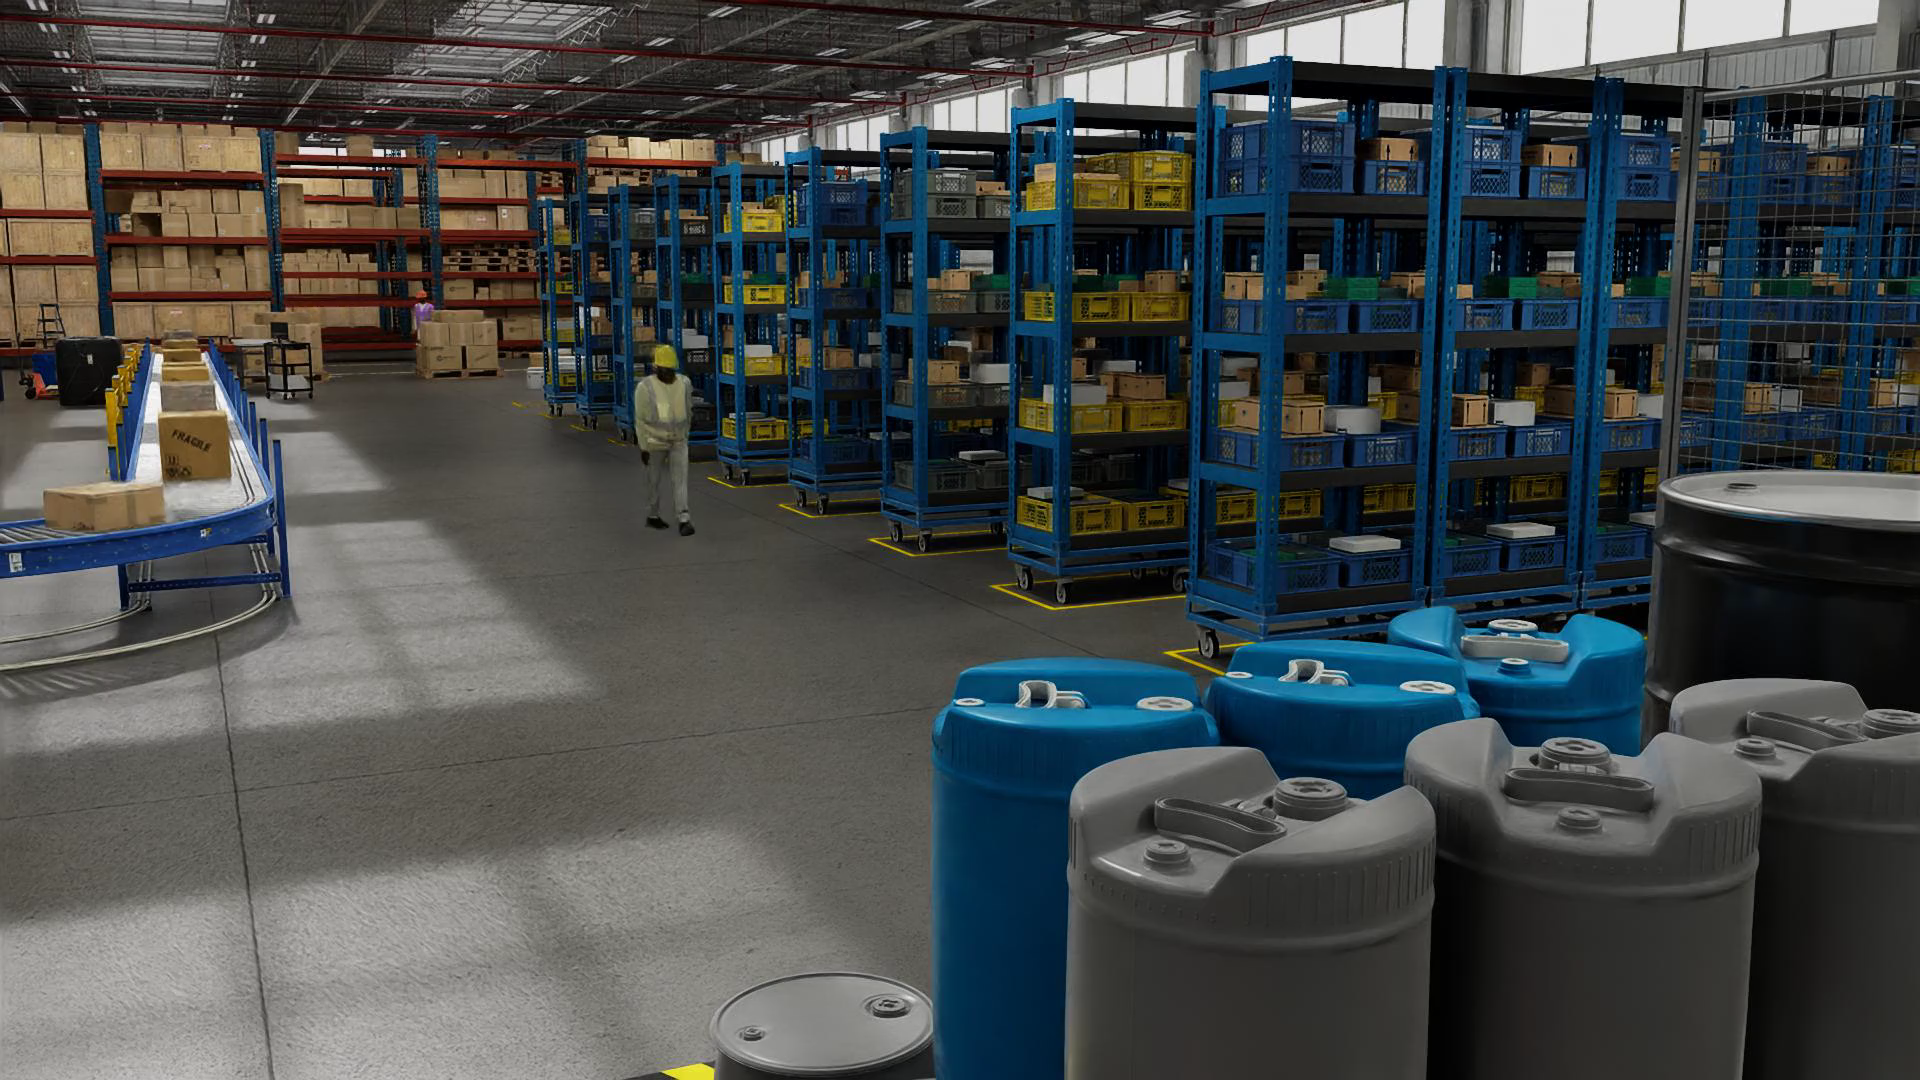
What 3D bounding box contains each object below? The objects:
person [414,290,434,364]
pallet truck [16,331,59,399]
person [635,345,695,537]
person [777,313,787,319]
[{"bbox_3d":[-14.076,-5.587,43.687,0.544,1.933,0.376,2,9,11],"label":"person"},{"bbox_3d":[-17.082,-3.353,31.781,1.630,1.274,0.653,-4,10,-25],"label":"pallet truck"},{"bbox_3d":[-2.703,-0.910,15.237,0.598,1.747,1.007,-5,11,-31],"label":"person"},{"bbox_3d":[-4.982,-6.001,46.209,0.609,1.943,0.402,5,10,27],"label":"person"}]
